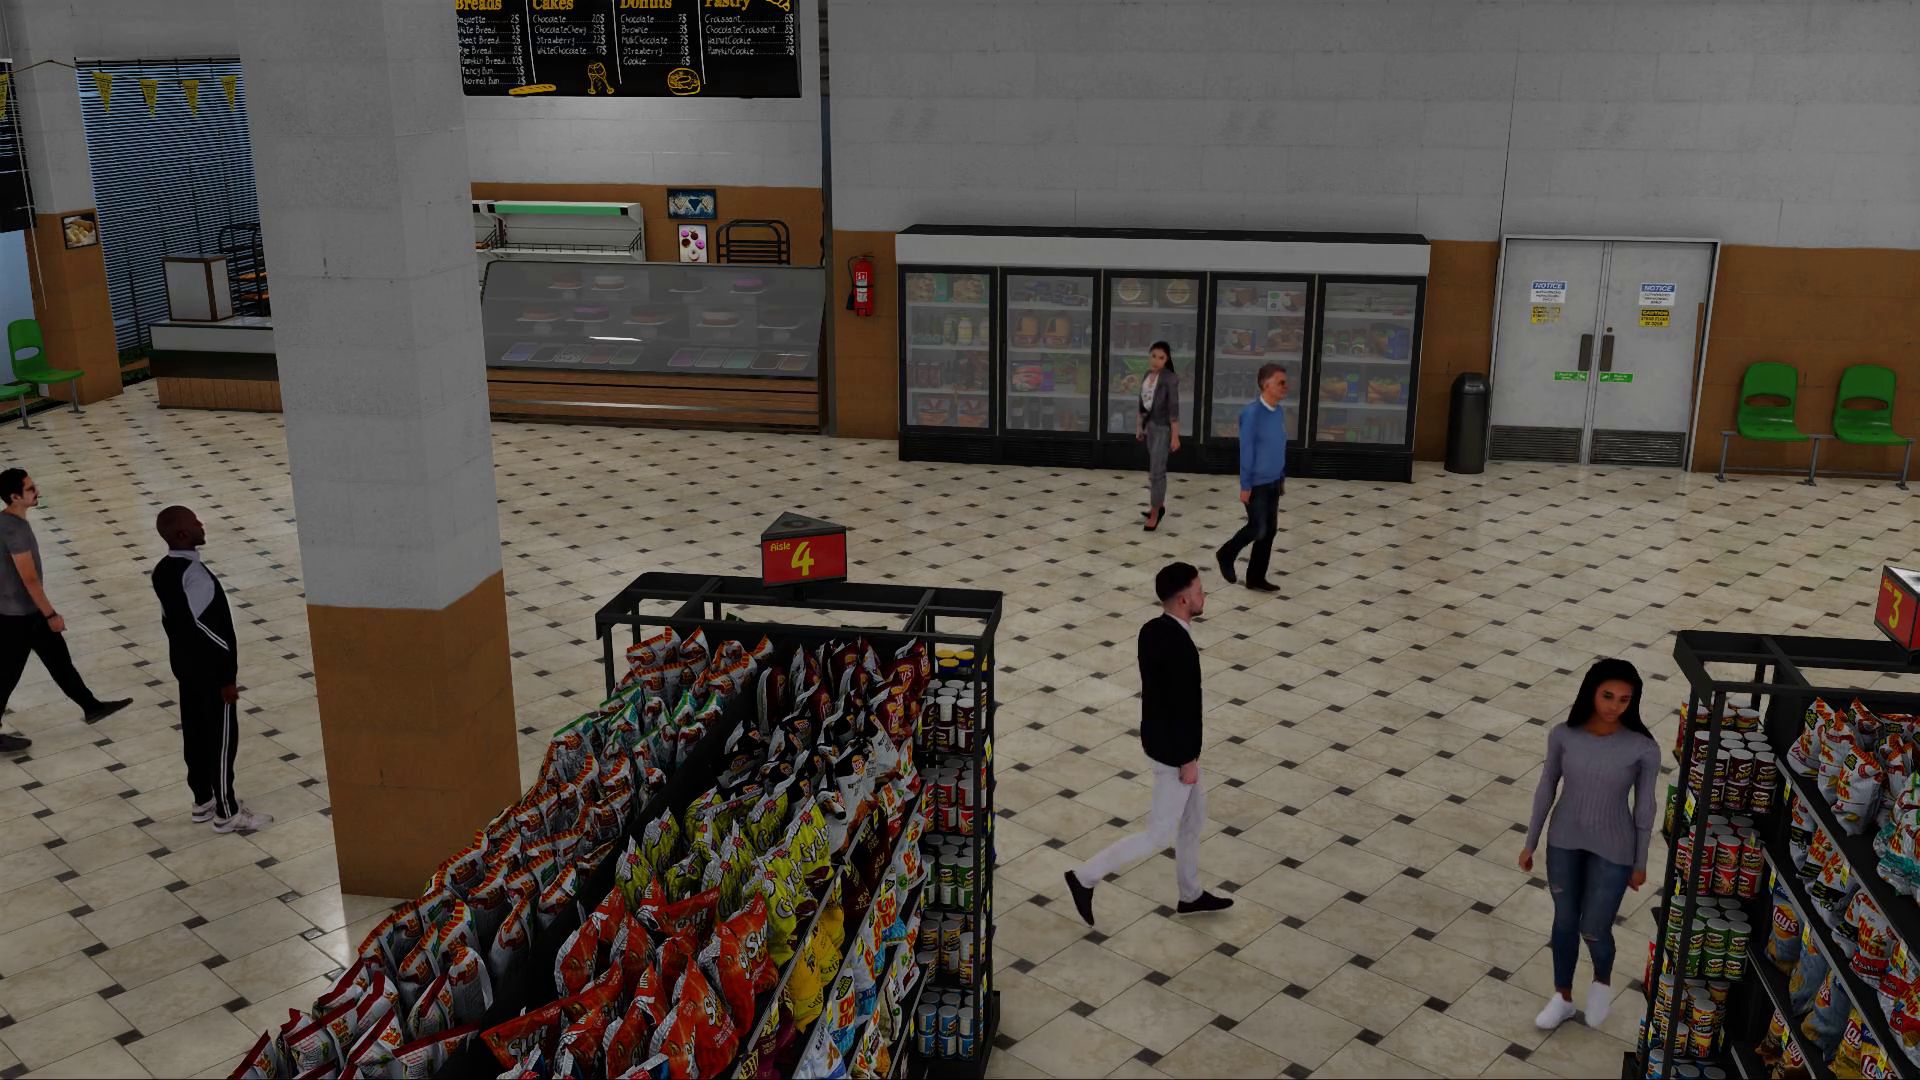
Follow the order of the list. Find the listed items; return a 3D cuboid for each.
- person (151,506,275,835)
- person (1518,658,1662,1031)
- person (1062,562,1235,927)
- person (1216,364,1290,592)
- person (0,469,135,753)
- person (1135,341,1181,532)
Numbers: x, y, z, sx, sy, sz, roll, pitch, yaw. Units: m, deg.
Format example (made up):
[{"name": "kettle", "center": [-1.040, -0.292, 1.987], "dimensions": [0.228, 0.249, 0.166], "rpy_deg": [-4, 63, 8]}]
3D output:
[{"name": "person", "center": [-4.088, 0.687, 8.952], "dimensions": [0.738, 1.828, 0.738], "rpy_deg": [14, 22, 38]}, {"name": "person", "center": [2.751, 1.293, 7.121], "dimensions": [0.803, 1.732, 0.766], "rpy_deg": [-15, 22, -40]}, {"name": "person", "center": [0.912, 1.011, 7.900], "dimensions": [0.878, 1.818, 1.096], "rpy_deg": [-1, 17, -3]}, {"name": "person", "center": [2.249, -0.477, 12.830], "dimensions": [0.927, 1.802, 0.872], "rpy_deg": [16, 23, 41]}, {"name": "person", "center": [-5.702, 0.455, 9.919], "dimensions": [1.120, 1.709, 1.109], "rpy_deg": [-10, 20, -30]}, {"name": "person", "center": [1.776, -0.920, 14.534], "dimensions": [0.877, 1.660, 0.732], "rpy_deg": [-3, 17, -11]}]
